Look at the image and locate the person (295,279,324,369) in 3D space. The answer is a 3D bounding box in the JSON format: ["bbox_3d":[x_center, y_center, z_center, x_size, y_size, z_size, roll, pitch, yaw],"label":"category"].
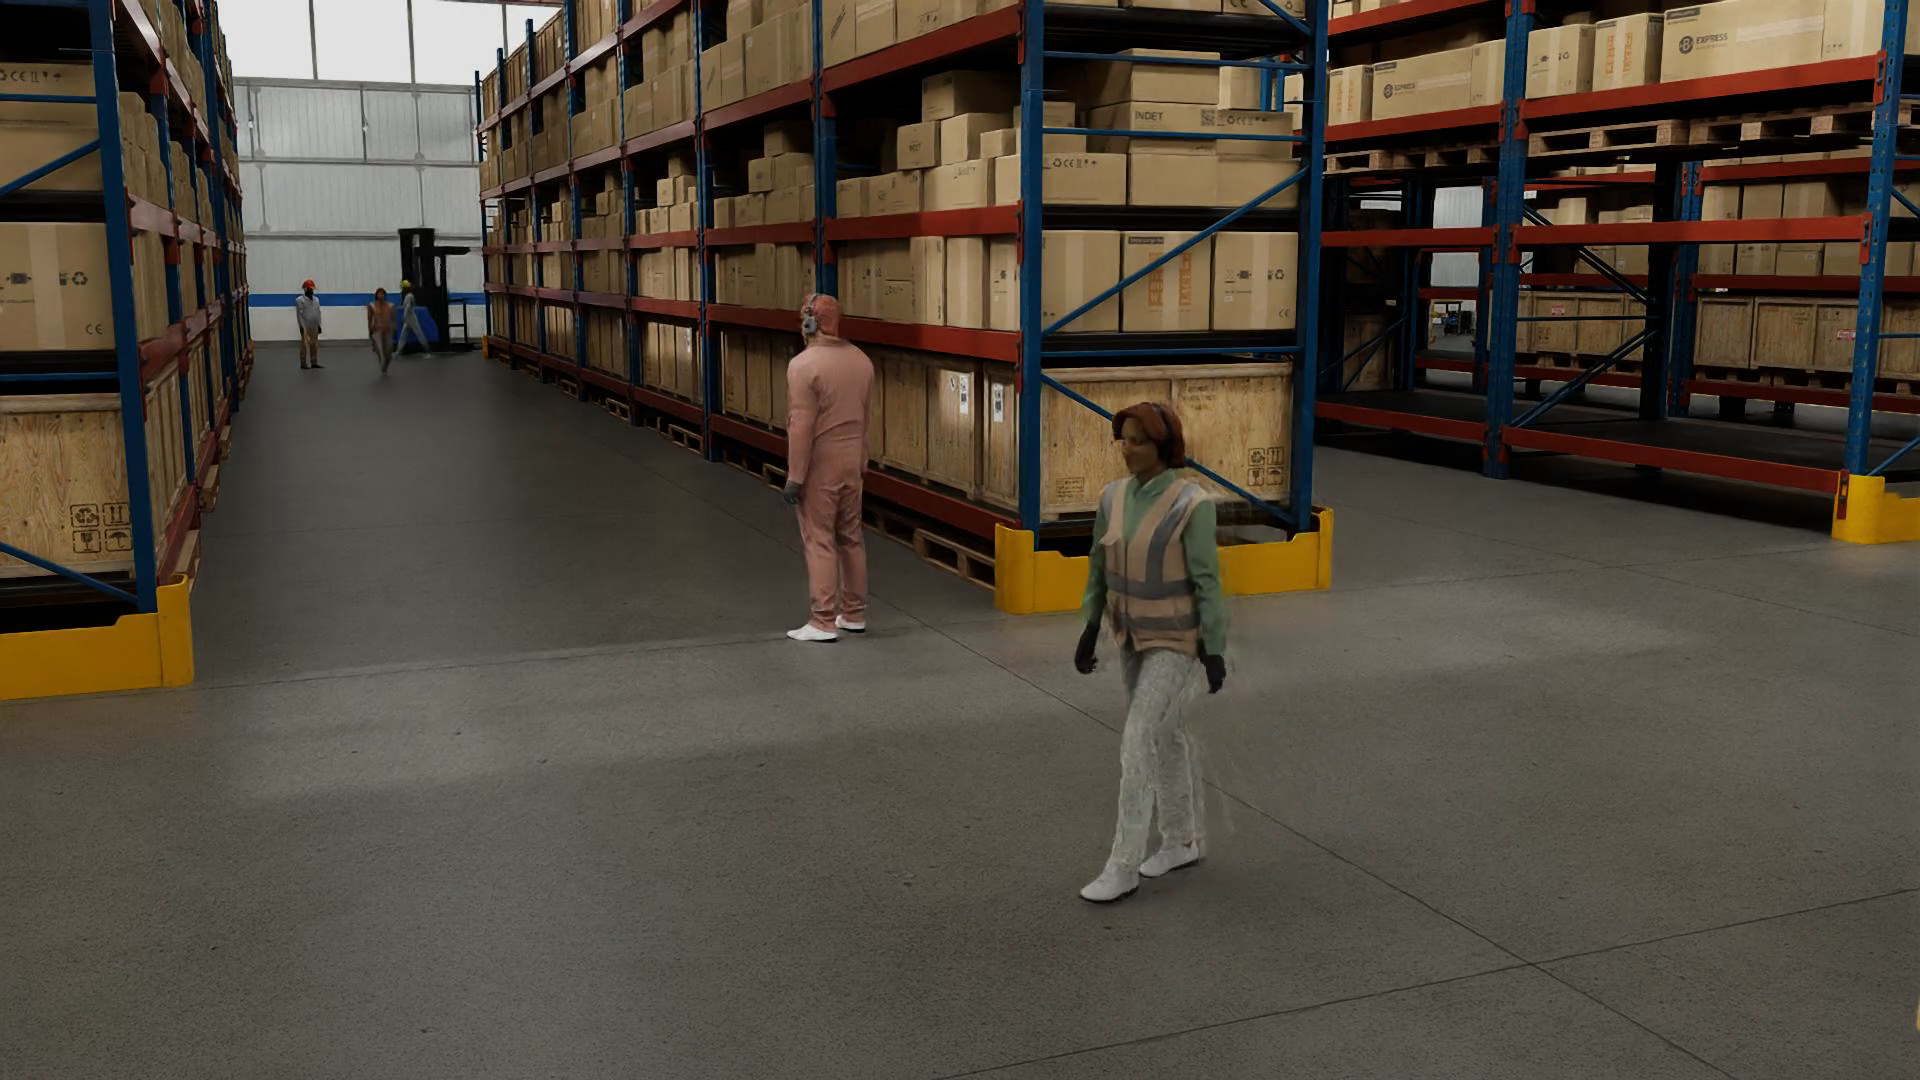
[{"bbox_3d":[-12.643,-4.191,32.373,0.360,1.742,0.563,4,10,23],"label":"person"}]

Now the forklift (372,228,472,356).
[{"bbox_3d":[-12.101,-5.555,37.134,1.129,2.768,1.873,7,12,38],"label":"forklift"}]

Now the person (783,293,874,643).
[{"bbox_3d":[-0.751,-0.395,9.144,0.403,1.904,0.652,6,11,34],"label":"person"}]

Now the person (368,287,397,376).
[{"bbox_3d":[-10.629,-3.835,30.593,0.518,1.626,0.526,-5,11,-29],"label":"person"}]

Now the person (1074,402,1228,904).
[{"bbox_3d":[0.554,0.362,5.443,0.713,1.610,0.542,-6,11,-32],"label":"person"}]

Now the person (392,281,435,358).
[{"bbox_3d":[-11.873,-4.768,36.006,0.945,1.690,0.489,-4,10,-25],"label":"person"}]
